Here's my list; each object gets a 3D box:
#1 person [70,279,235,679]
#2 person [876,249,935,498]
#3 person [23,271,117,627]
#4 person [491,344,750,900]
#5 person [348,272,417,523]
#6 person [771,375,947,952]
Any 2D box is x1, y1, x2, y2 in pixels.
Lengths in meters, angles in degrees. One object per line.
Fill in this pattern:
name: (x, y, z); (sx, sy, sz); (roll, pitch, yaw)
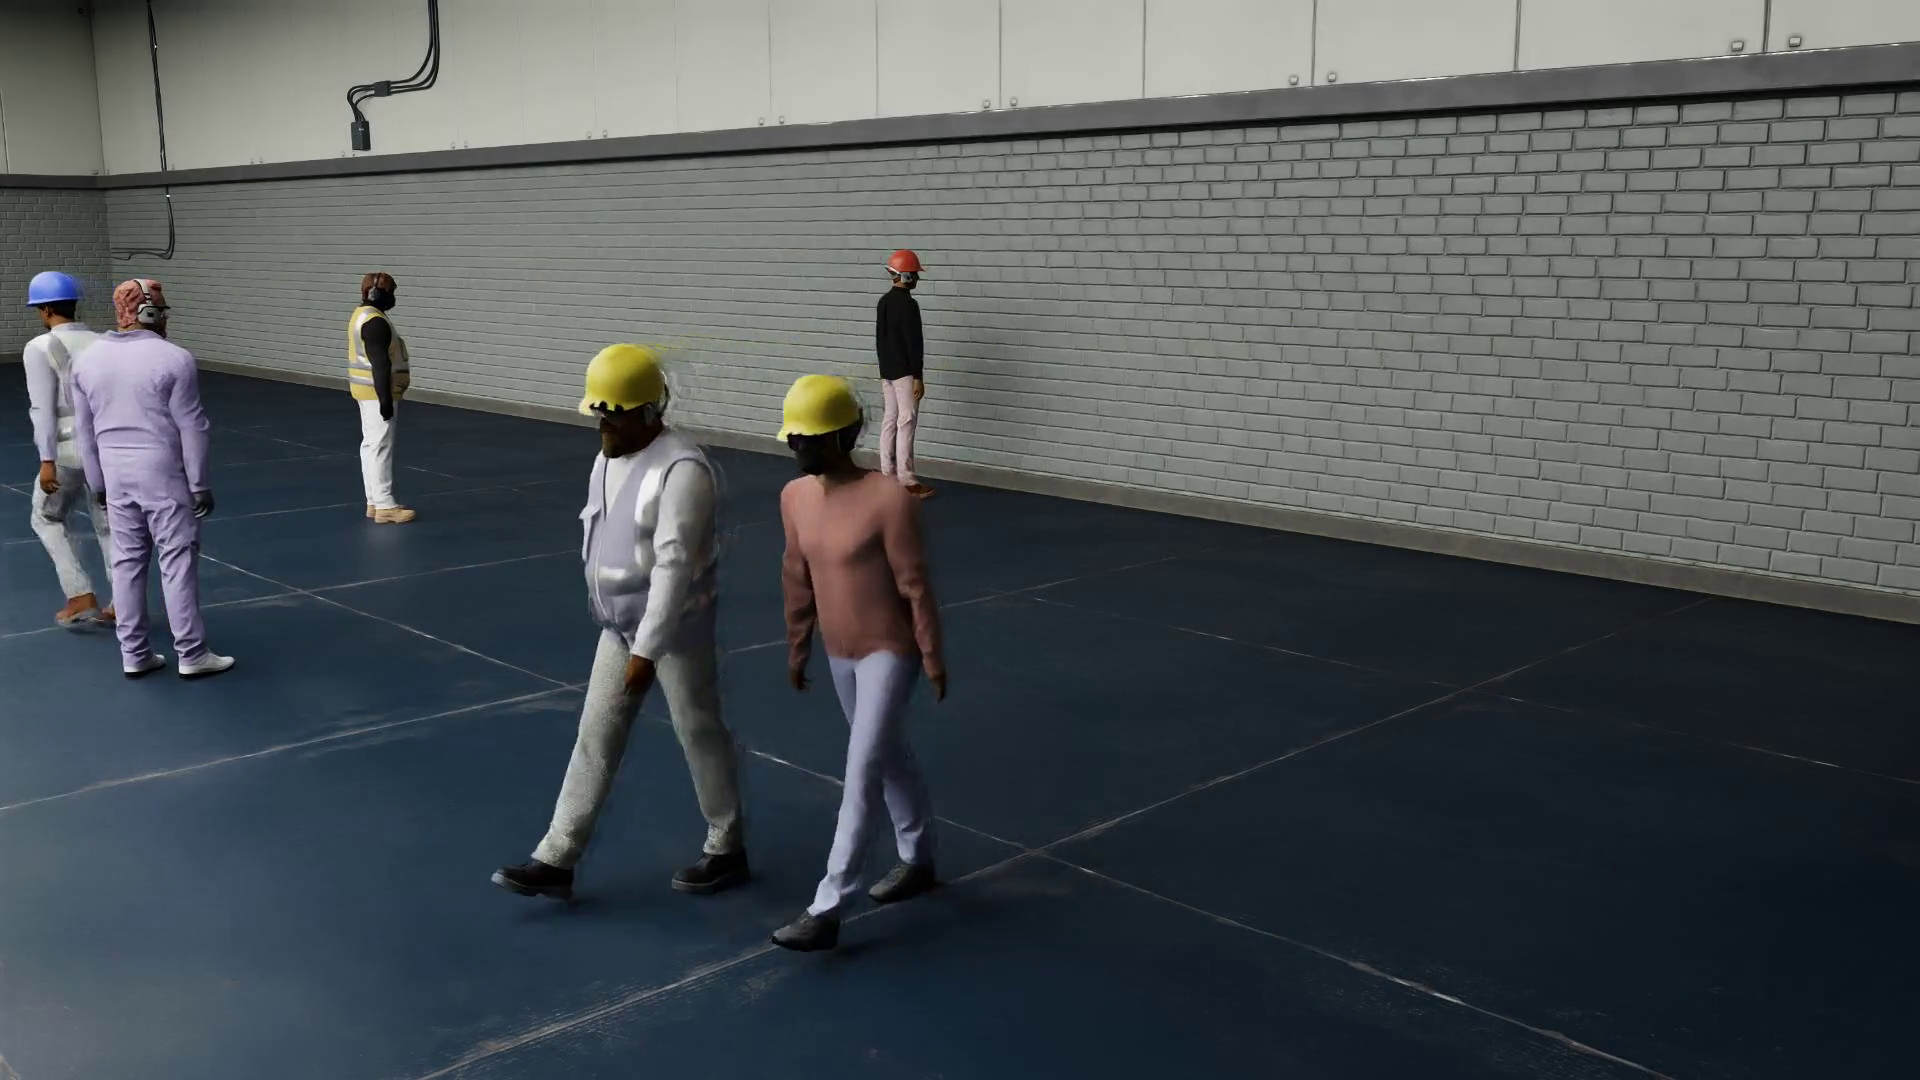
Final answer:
person: (-3.858, -0.286, 7.963); (0.643, 1.905, 0.400); (2, 11, 11)
person: (-0.460, -1.348, 13.503); (0.381, 1.994, 0.622); (-6, 12, -30)
person: (-4.714, -0.465, 8.896); (0.537, 1.920, 0.687); (3, 11, 15)
person: (-1.036, 0.287, 5.176); (0.872, 1.775, 0.586); (-10, 14, -44)
person: (-4.315, -1.065, 12.399); (0.430, 1.838, 0.624); (-5, 12, -27)
person: (-0.335, 0.351, 5.029); (0.541, 1.699, 0.854); (10, 14, 42)
